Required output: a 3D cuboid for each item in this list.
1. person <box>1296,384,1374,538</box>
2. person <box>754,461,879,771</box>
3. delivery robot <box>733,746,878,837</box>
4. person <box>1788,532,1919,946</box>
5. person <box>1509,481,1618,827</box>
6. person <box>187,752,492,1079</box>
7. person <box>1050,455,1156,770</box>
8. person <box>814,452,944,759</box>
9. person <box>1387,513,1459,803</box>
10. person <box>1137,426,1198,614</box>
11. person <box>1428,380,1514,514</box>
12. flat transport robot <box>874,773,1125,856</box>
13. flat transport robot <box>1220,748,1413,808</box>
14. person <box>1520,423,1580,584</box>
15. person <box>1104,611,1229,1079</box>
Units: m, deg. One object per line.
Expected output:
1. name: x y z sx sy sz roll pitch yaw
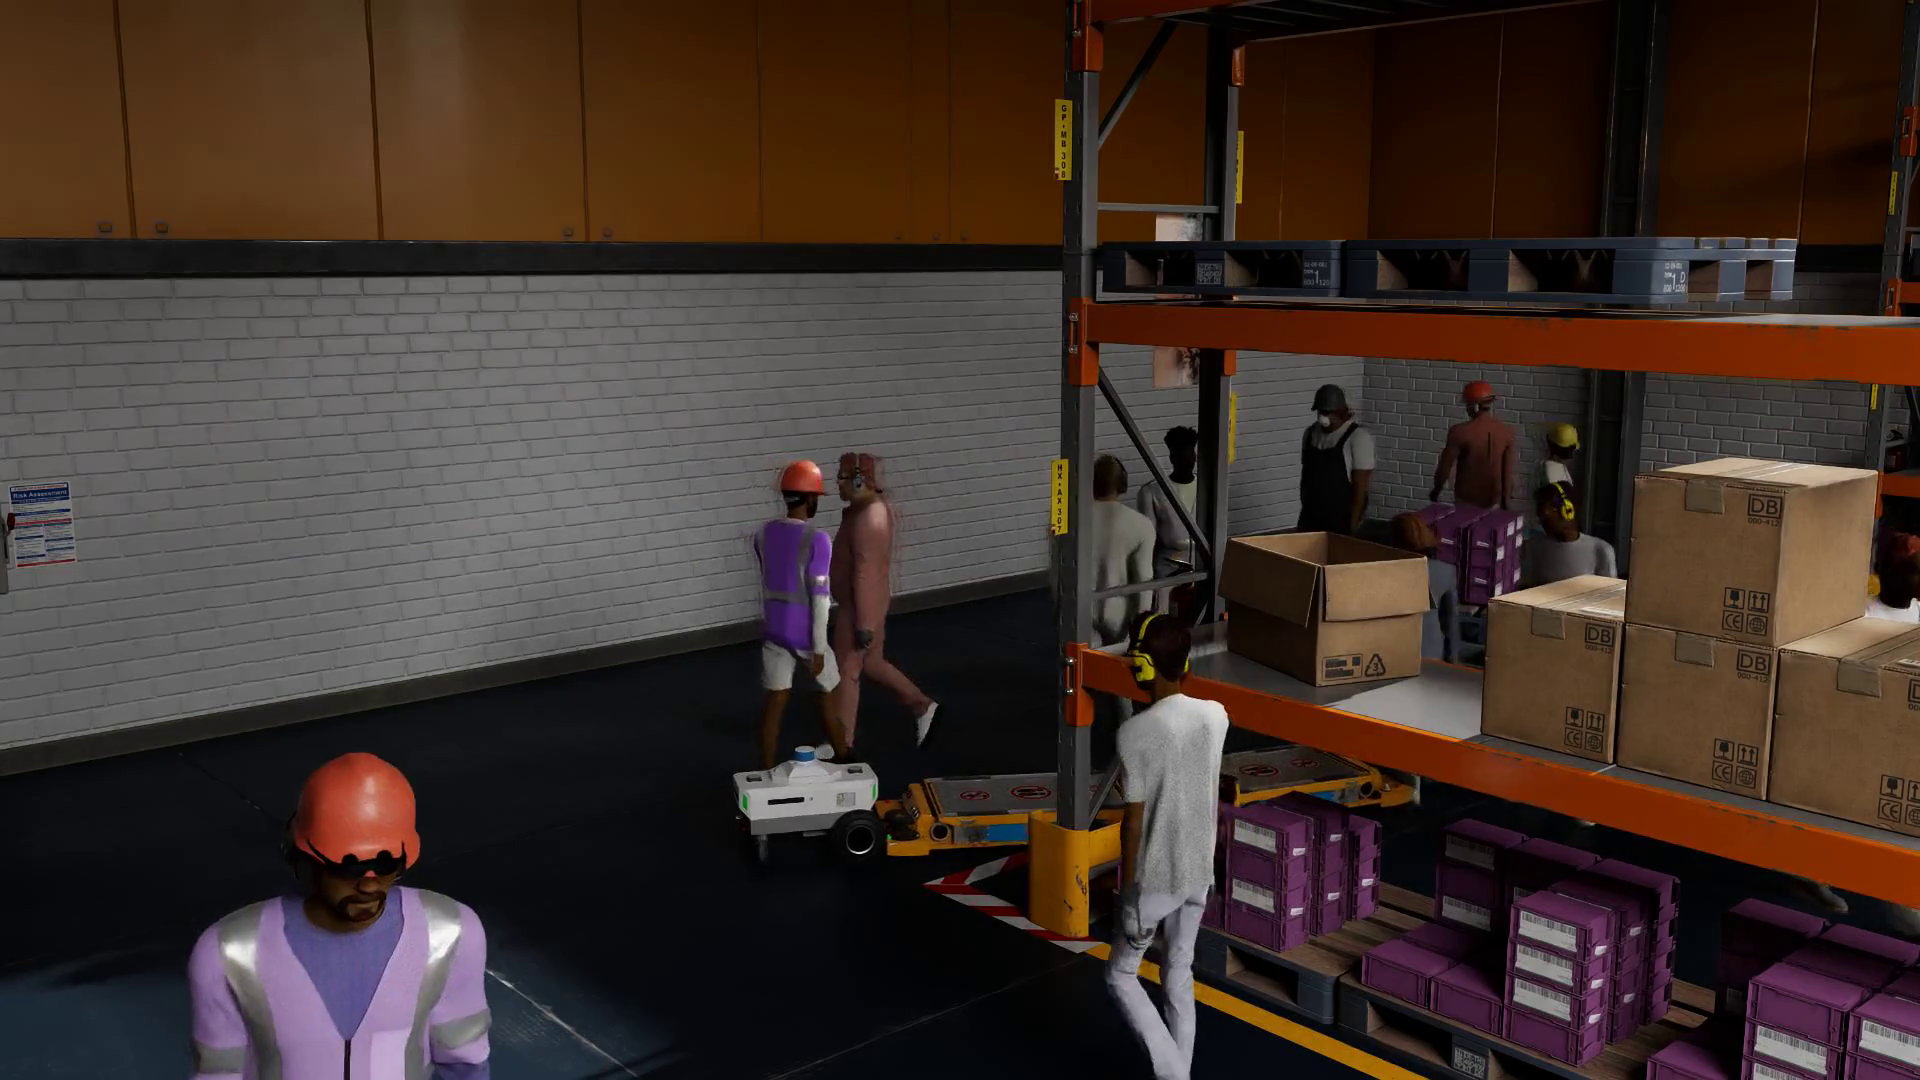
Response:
1. person: 3.034 -0.295 13.605 0.539 2.000 0.690 -9 13 -43
2. person: -0.849 0.500 9.350 0.552 1.896 0.865 7 12 34
3. delivery robot: -0.785 1.287 8.413 0.707 0.478 0.477 -3 10 -14
4. person: 4.139 0.878 7.387 0.589 1.827 1.009 -4 11 -25
5. person: 3.321 0.599 8.972 0.730 1.848 0.425 8 12 38
6. person: -1.329 1.423 3.633 0.640 2.013 0.517 -5 11 -28
7. person: 0.840 0.437 9.800 0.641 1.879 1.046 3 10 14
8. person: -0.531 0.401 9.991 0.779 1.882 0.655 1 10 6
9. person: 2.504 0.638 9.375 0.517 1.611 0.574 -2 10 -13
10. person: 1.438 0.216 10.900 0.609 1.953 0.408 -2 10 -14
11. person: 4.415 -0.395 14.392 0.629 1.969 0.568 -3 10 -19
12. flat transport robot: 0.292 1.422 8.730 1.431 0.197 0.652 -1 10 -8
13. flat transport robot: 1.709 1.348 9.162 1.431 0.197 0.652 -4 11 -23
14. person: 4.782 -0.106 13.508 0.902 1.713 0.533 7 12 34
15. person: 0.727 1.161 5.651 0.506 1.848 0.447 -6 11 -31
